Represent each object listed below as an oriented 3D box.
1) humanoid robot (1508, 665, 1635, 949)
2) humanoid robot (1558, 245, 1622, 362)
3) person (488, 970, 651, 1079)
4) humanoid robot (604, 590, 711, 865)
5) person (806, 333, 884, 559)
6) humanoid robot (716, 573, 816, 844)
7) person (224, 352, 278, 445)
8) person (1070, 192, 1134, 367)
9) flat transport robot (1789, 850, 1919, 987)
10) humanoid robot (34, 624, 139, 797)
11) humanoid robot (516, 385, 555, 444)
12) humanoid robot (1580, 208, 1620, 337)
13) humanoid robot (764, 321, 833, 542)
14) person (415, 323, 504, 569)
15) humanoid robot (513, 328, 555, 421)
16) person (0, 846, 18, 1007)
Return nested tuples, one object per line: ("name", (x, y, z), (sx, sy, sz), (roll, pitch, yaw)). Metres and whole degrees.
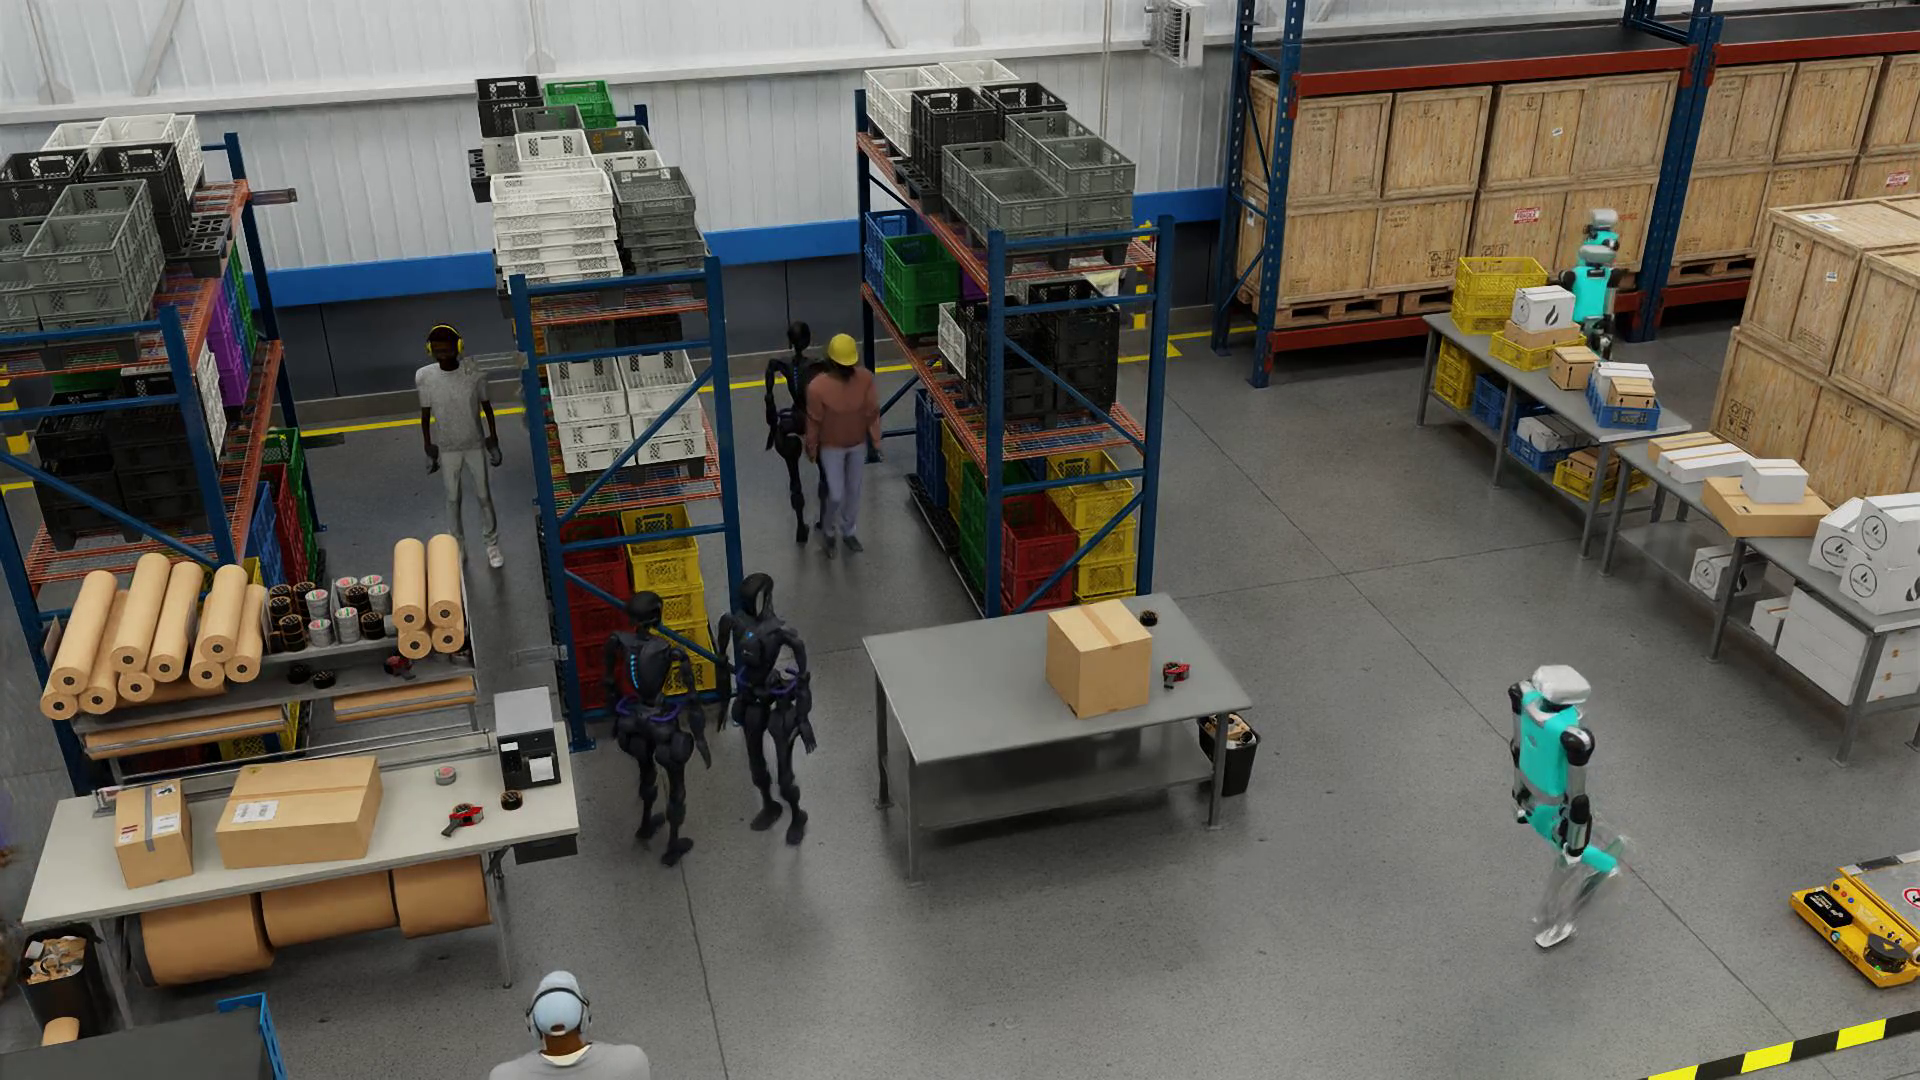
("humanoid robot", (3.037, 1.363, 8.205), (0.815, 1.811, 0.536), (-9, 30, -17))
("humanoid robot", (5.035, -1.409, 13.189), (0.547, 1.713, 1.002), (-7, 30, -13))
("person", (-1.404, 2.348, 6.244), (0.589, 1.853, 0.373), (-7, 29, -12))
("humanoid robot", (-1.607, 0.987, 8.894), (0.609, 1.649, 0.368), (10, 30, 18))
("person", (-0.819, -0.669, 11.849), (0.527, 1.749, 0.449), (-15, 32, -25))
("humanoid robot", (-1.046, 0.906, 9.052), (0.603, 1.654, 0.322), (11, 31, 20))
("person", (-5.982, -1.641, 13.510), (0.504, 1.845, 0.348), (5, 29, 10))
("person", (1.204, -2.338, 14.782), (0.632, 1.843, 0.429), (-12, 31, -21))
("flat transport robot", (5.163, 1.916, 8.676), (1.431, 0.231, 0.659), (-8, 30, -14))
("humanoid robot", (-4.422, 1.127, 8.653), (0.364, 1.638, 0.592), (-12, 31, -21))
("humanoid robot", (-3.228, -1.243, 12.901), (0.669, 1.790, 0.554), (-6, 29, -11))
("humanoid robot", (5.037, -1.952, 14.225), (0.935, 1.793, 0.541), (1, 29, 1))
("humanoid robot", (-1.148, -0.791, 12.143), (0.588, 1.641, 0.382), (3, 29, 5))
("person", (-3.493, -0.645, 11.673), (0.524, 1.869, 0.312), (-7, 30, -13))
("humanoid robot", (-3.225, -1.314, 13.018), (0.597, 1.769, 0.880), (-1, 29, -1))
("person", (-4.842, 1.406, 7.787), (0.660, 2.012, 0.574), (11, 31, 20))
